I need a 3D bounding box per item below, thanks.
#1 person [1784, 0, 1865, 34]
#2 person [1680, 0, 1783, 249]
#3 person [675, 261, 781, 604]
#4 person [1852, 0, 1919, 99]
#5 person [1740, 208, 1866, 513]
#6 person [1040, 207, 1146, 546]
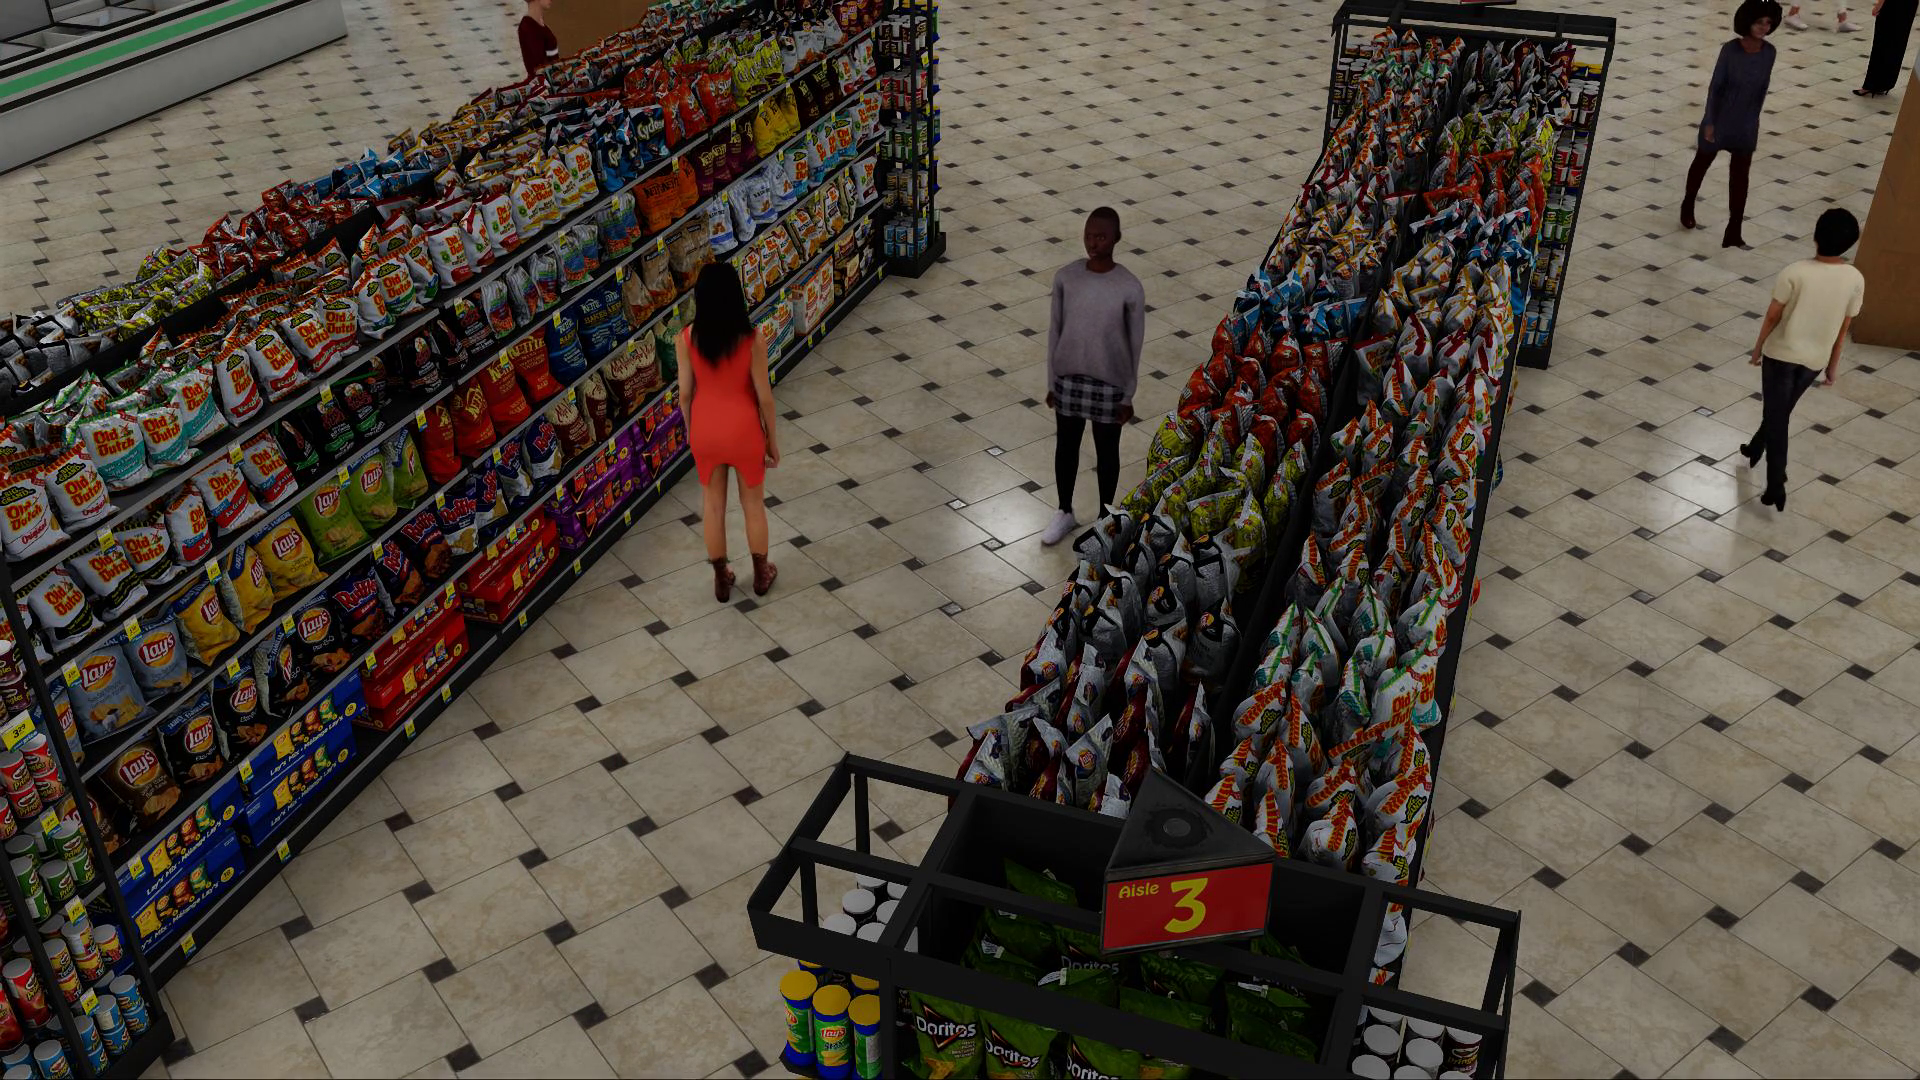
[{"bbox_3d":[8.520,-5.863,16.367,1.030,1.676,1.045,-18,36,-26],"label":"person"},{"bbox_3d":[5.356,-2.942,11.673,0.795,1.675,1.143,2,32,3],"label":"person"},{"bbox_3d":[-1.089,-0.458,7.644,0.682,1.714,0.680,0,32,0],"label":"person"},{"bbox_3d":[8.208,-4.685,14.542,0.659,1.603,0.700,-10,33,-16],"label":"person"},{"bbox_3d":[4.273,-0.879,8.478,0.777,1.547,1.046,3,32,4],"label":"person"},{"bbox_3d":[0.650,-0.776,8.100,0.614,1.771,0.530,12,34,19],"label":"person"}]
